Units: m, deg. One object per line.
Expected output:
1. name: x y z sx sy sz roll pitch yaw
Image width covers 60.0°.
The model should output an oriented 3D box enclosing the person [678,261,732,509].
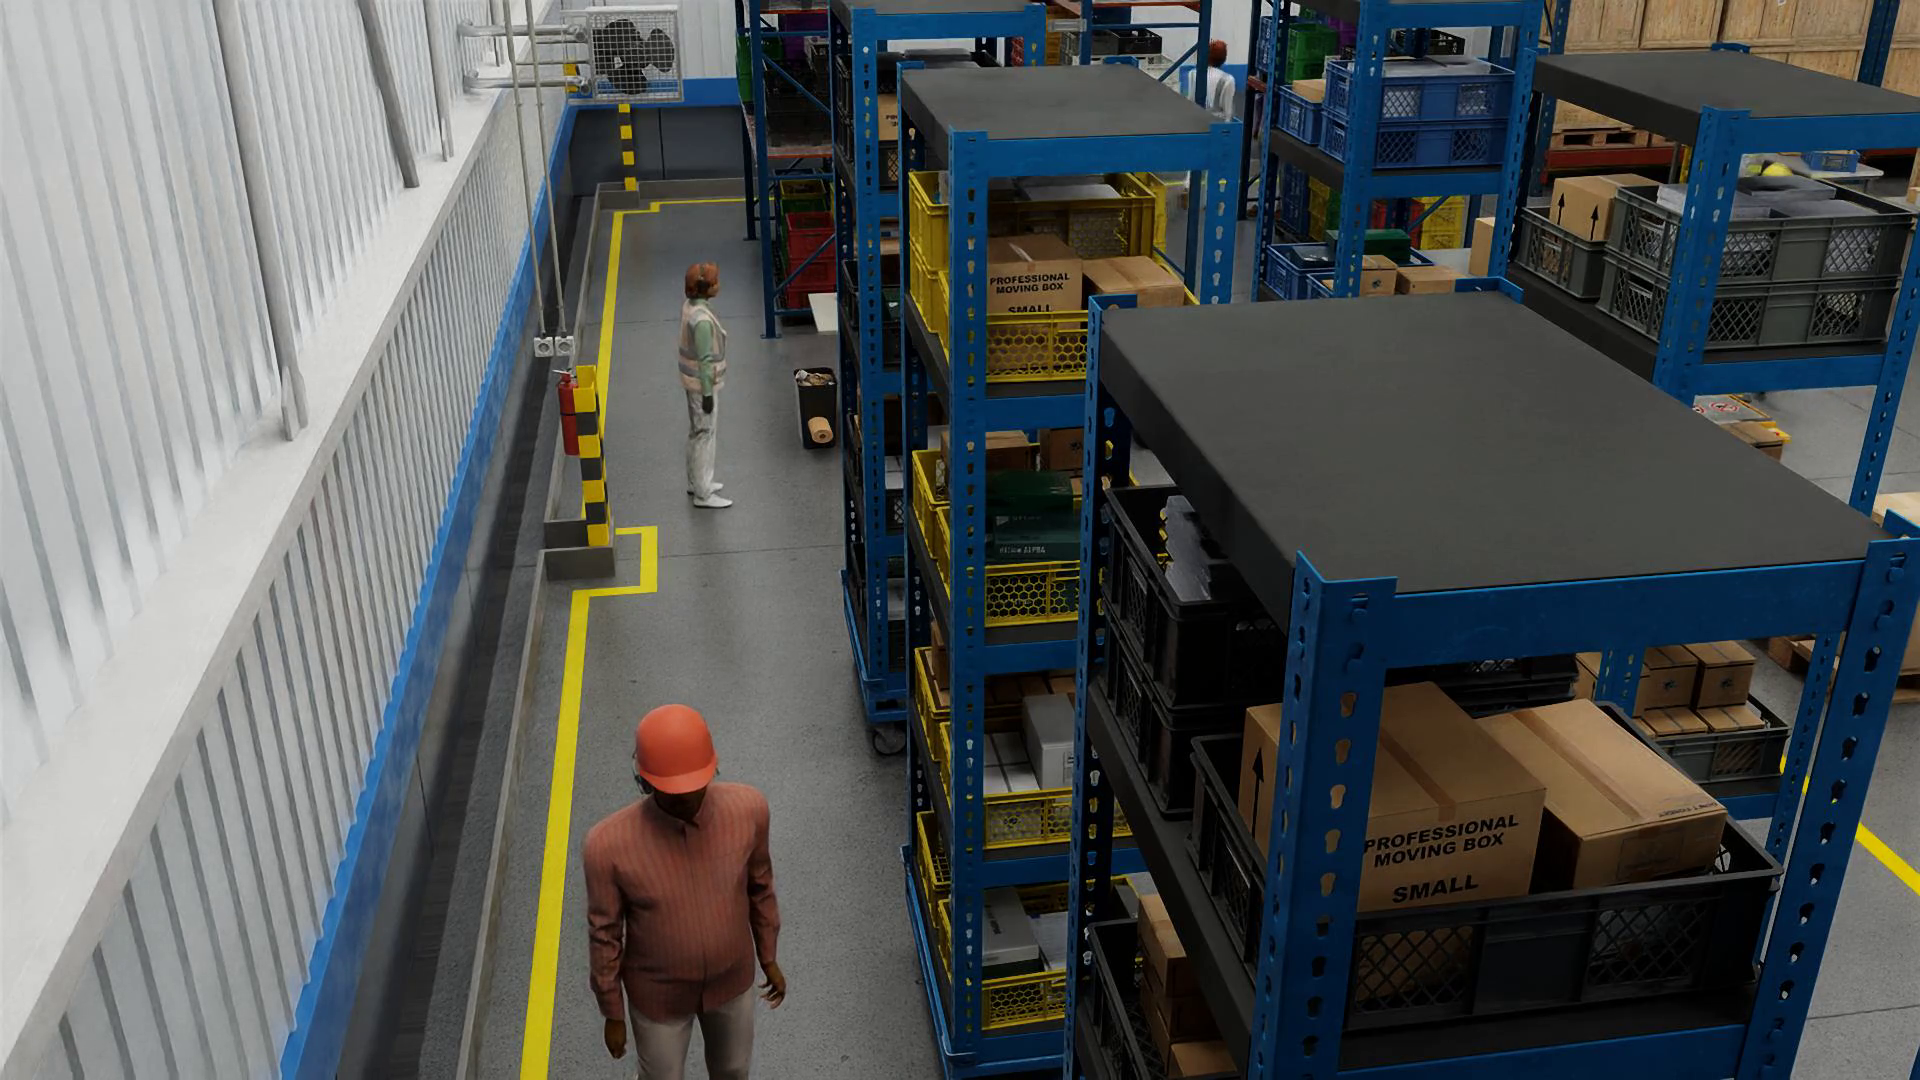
1. person: -1.664 -1.011 10.843 0.315 1.634 0.523 -7 26 -14

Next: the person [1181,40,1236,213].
1. person: 2.688 -4.464 18.067 0.601 1.869 0.563 17 30 33

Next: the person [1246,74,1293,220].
1. person: 3.417 -4.419 17.891 0.379 1.940 0.629 -22 32 -39

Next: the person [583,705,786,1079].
1. person: -0.835 1.384 5.210 0.623 1.992 0.392 -14 28 -28
